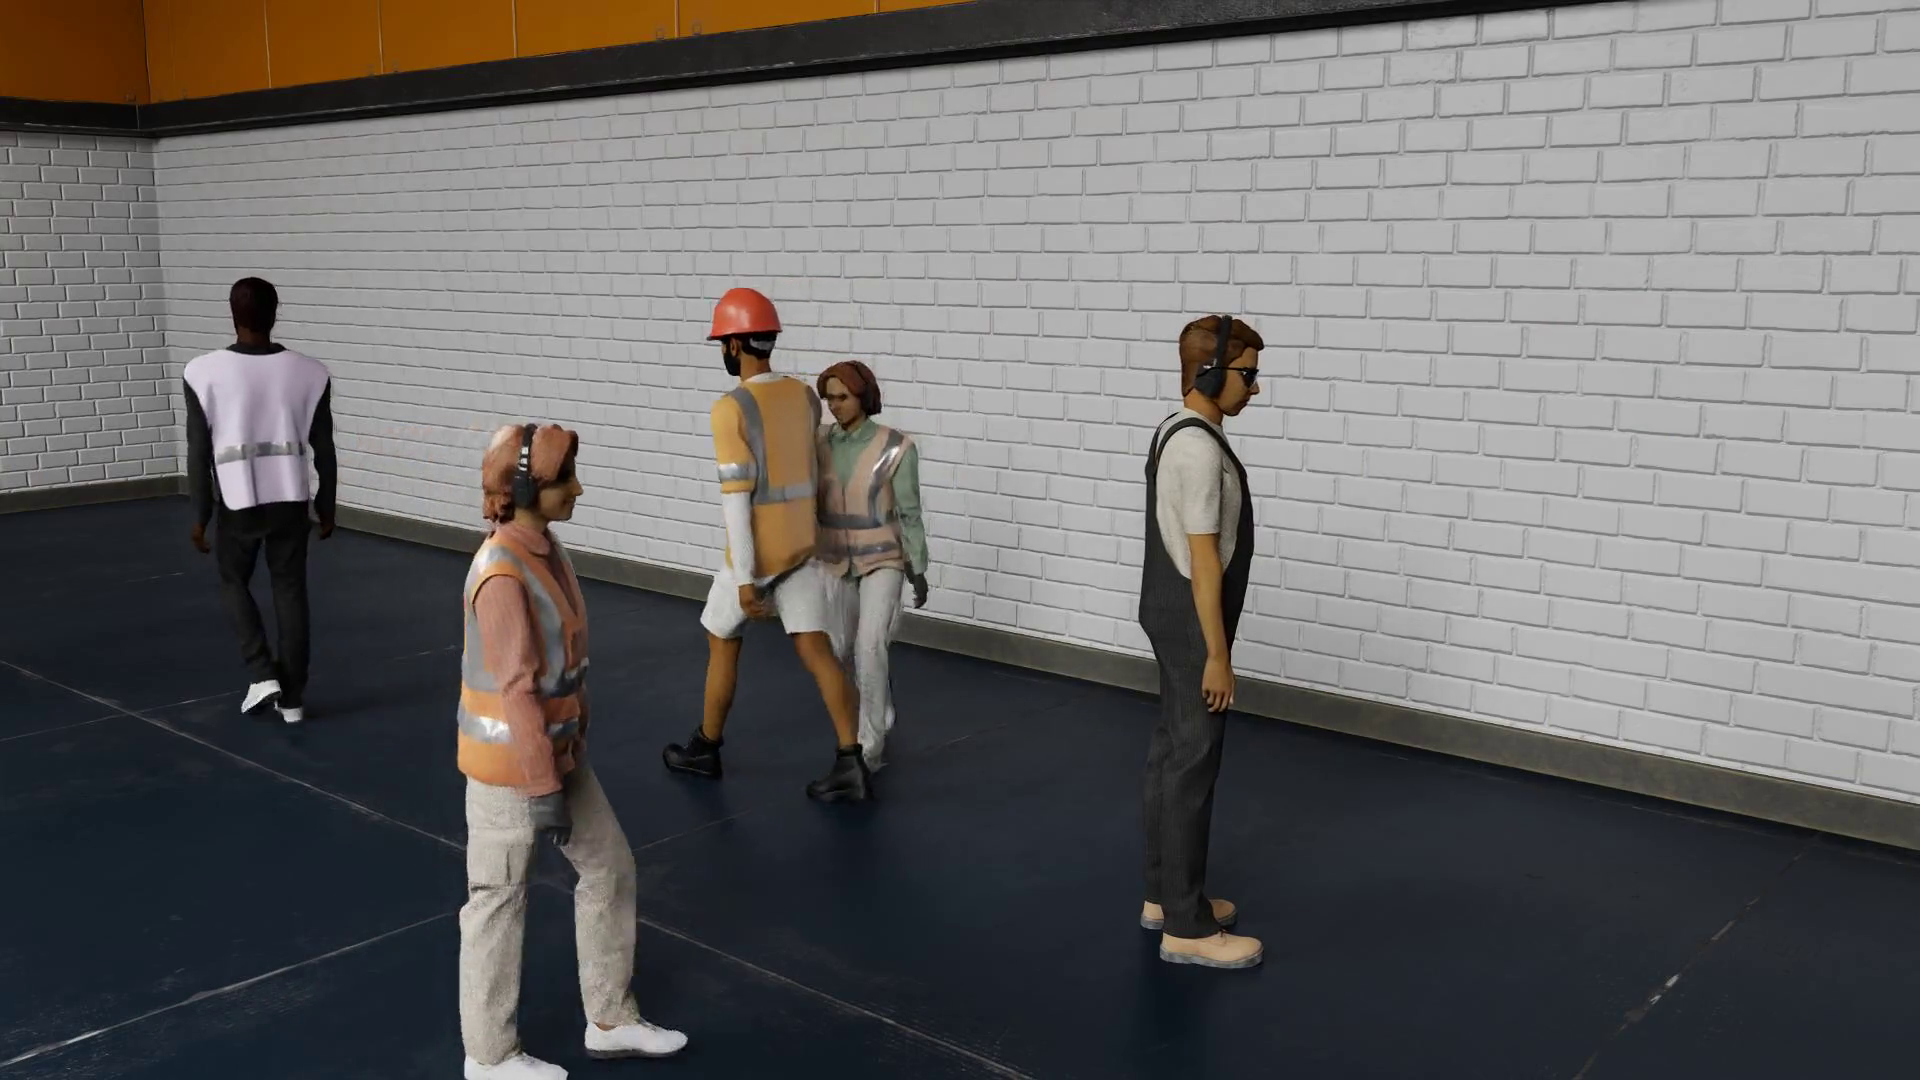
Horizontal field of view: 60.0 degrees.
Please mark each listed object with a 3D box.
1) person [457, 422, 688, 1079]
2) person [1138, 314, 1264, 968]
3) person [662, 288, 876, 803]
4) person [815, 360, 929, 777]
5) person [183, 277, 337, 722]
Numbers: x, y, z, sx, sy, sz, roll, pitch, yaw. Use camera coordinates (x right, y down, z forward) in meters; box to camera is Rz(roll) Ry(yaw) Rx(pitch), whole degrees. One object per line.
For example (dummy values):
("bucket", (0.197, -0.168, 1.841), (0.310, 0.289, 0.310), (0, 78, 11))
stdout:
("person", (-0.914, 0.531, 3.930), (0.648, 1.613, 0.547), (0, 10, 0))
("person", (0.686, 0.283, 4.745), (0.345, 1.840, 0.504), (-1, 10, -3))
("person", (-0.698, 0.023, 6.115), (0.984, 1.885, 0.535), (9, 13, 41))
("person", (-0.353, 0.090, 6.510), (0.551, 1.608, 0.710), (4, 11, 22))
("person", (-2.957, -0.159, 7.082), (0.615, 1.899, 0.464), (-7, 12, -34))
